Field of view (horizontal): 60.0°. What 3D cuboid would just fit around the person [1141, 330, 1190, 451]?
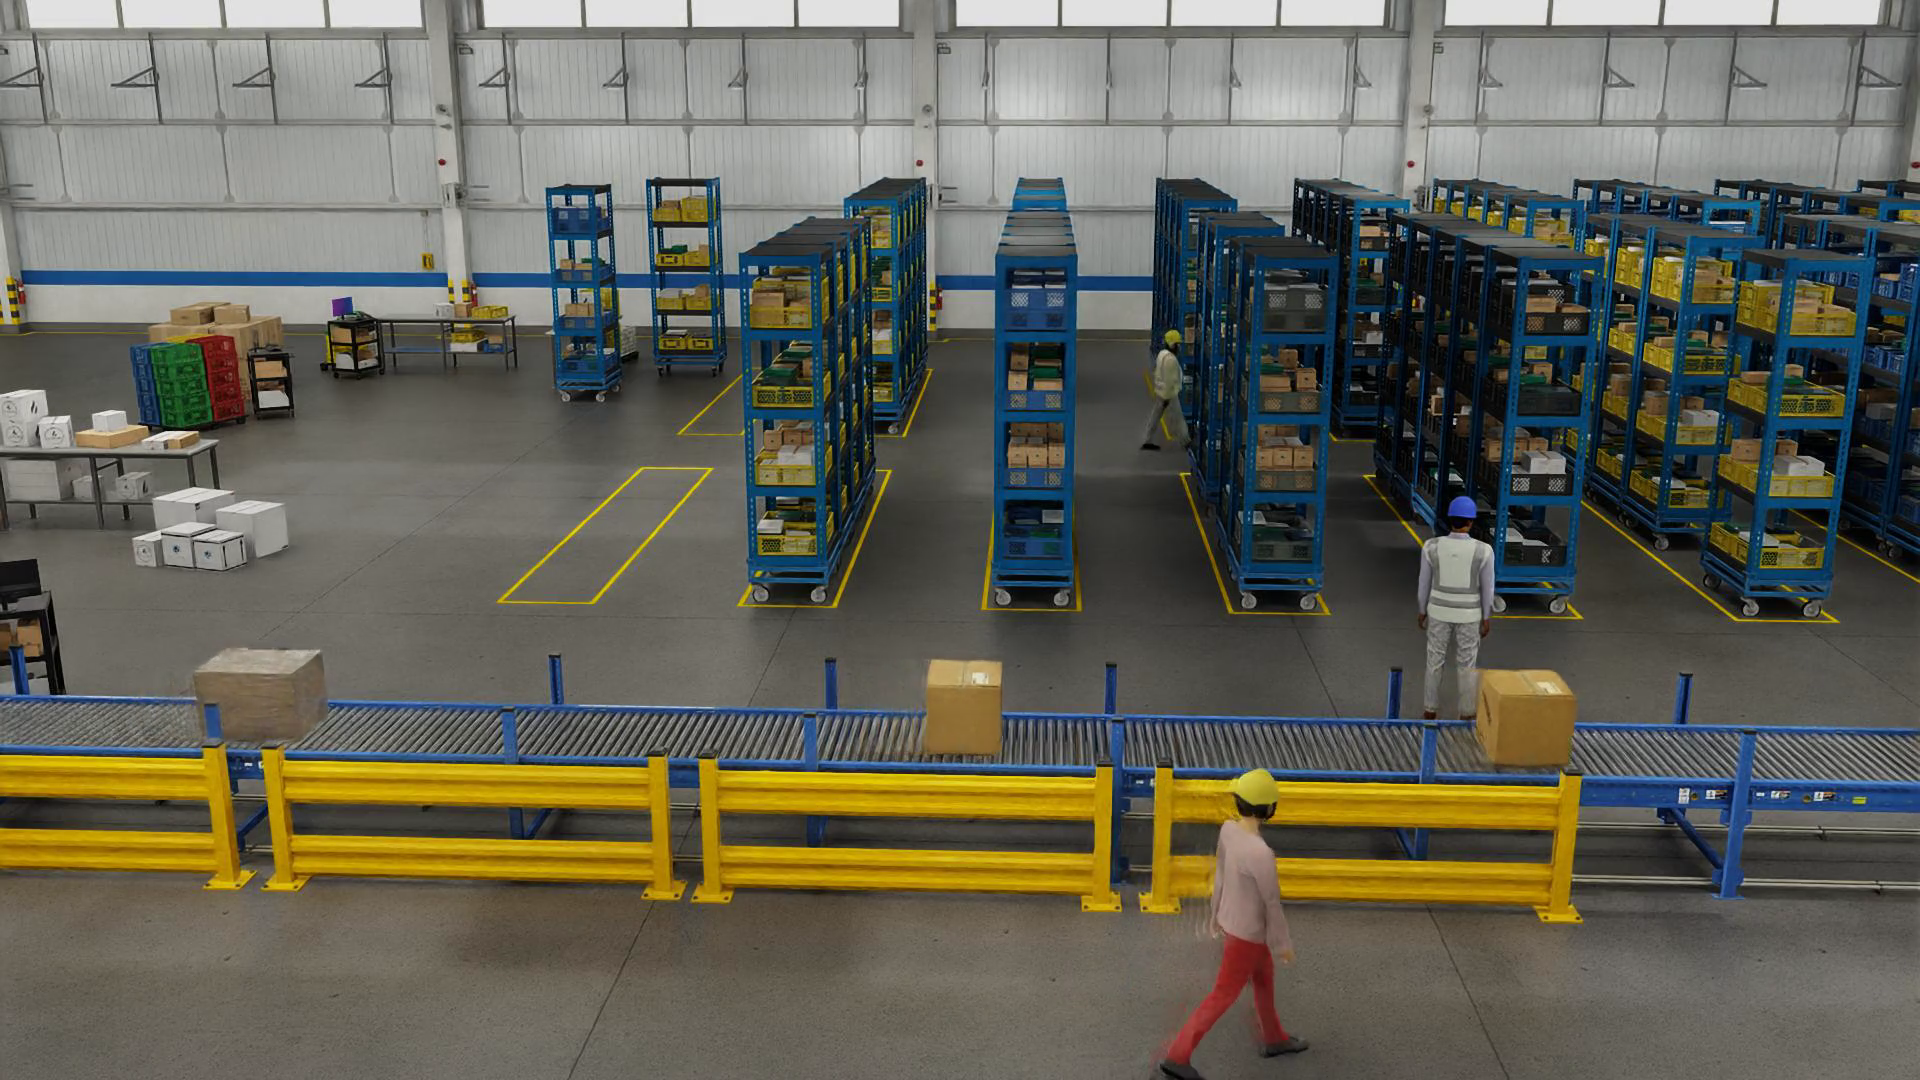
[{"bbox_3d":[3.088,-2.165,24.192,0.930,1.781,0.590,-2,15,-9],"label":"person"}]

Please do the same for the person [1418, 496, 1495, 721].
[{"bbox_3d":[4.057,0.600,13.639,0.602,1.938,0.400,7,16,23],"label":"person"}]

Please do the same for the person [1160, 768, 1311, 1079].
[{"bbox_3d":[1.469,2.026,8.756,0.904,1.723,0.525,-3,15,-10],"label":"person"}]
